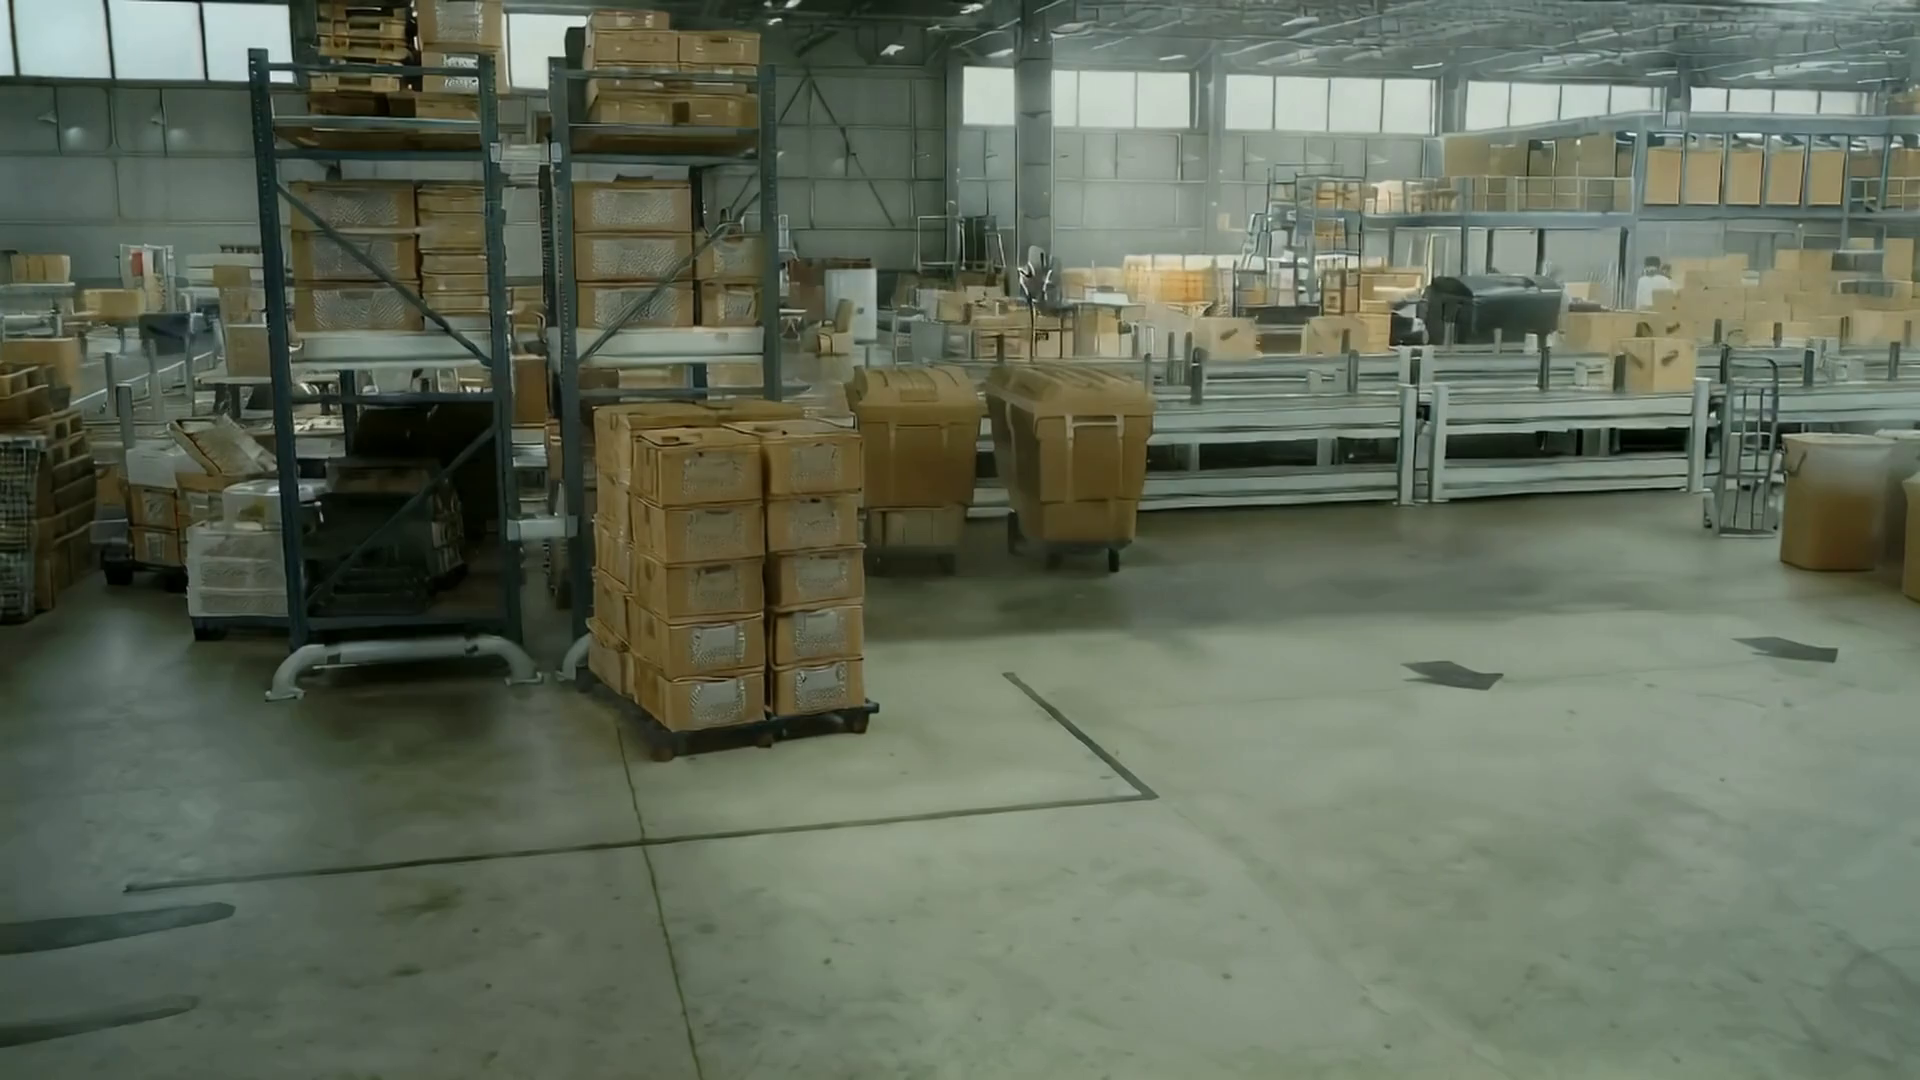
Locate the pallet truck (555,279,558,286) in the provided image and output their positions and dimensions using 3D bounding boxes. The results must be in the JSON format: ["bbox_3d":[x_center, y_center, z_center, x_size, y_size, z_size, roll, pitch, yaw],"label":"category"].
[{"bbox_3d":[-10.604,-6.375,44.520,0.653,1.274,1.630,-3,10,-15],"label":"pallet truck"}]

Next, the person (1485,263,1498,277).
[{"bbox_3d":[13.256,-6.044,41.476,0.493,1.711,0.810,-3,10,-16],"label":"person"}]

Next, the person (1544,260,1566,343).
[{"bbox_3d":[10.724,-4.029,29.580,0.835,1.896,0.587,4,11,20],"label":"person"}]

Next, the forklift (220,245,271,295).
[{"bbox_3d":[-17.749,-6.334,41.440,1.157,1.987,2.680,-3,10,-17],"label":"forklift"}]

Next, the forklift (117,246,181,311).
[{"bbox_3d":[-19.966,-6.232,40.894,1.157,1.987,2.680,-3,10,-15],"label":"forklift"}]

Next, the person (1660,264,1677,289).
[{"bbox_3d":[13.582,-4.438,32.167,0.593,1.803,0.879,-6,11,-29],"label":"person"}]

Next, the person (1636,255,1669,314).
[{"bbox_3d":[11.683,-3.816,28.134,0.426,1.982,0.626,-5,11,-24],"label":"person"}]
